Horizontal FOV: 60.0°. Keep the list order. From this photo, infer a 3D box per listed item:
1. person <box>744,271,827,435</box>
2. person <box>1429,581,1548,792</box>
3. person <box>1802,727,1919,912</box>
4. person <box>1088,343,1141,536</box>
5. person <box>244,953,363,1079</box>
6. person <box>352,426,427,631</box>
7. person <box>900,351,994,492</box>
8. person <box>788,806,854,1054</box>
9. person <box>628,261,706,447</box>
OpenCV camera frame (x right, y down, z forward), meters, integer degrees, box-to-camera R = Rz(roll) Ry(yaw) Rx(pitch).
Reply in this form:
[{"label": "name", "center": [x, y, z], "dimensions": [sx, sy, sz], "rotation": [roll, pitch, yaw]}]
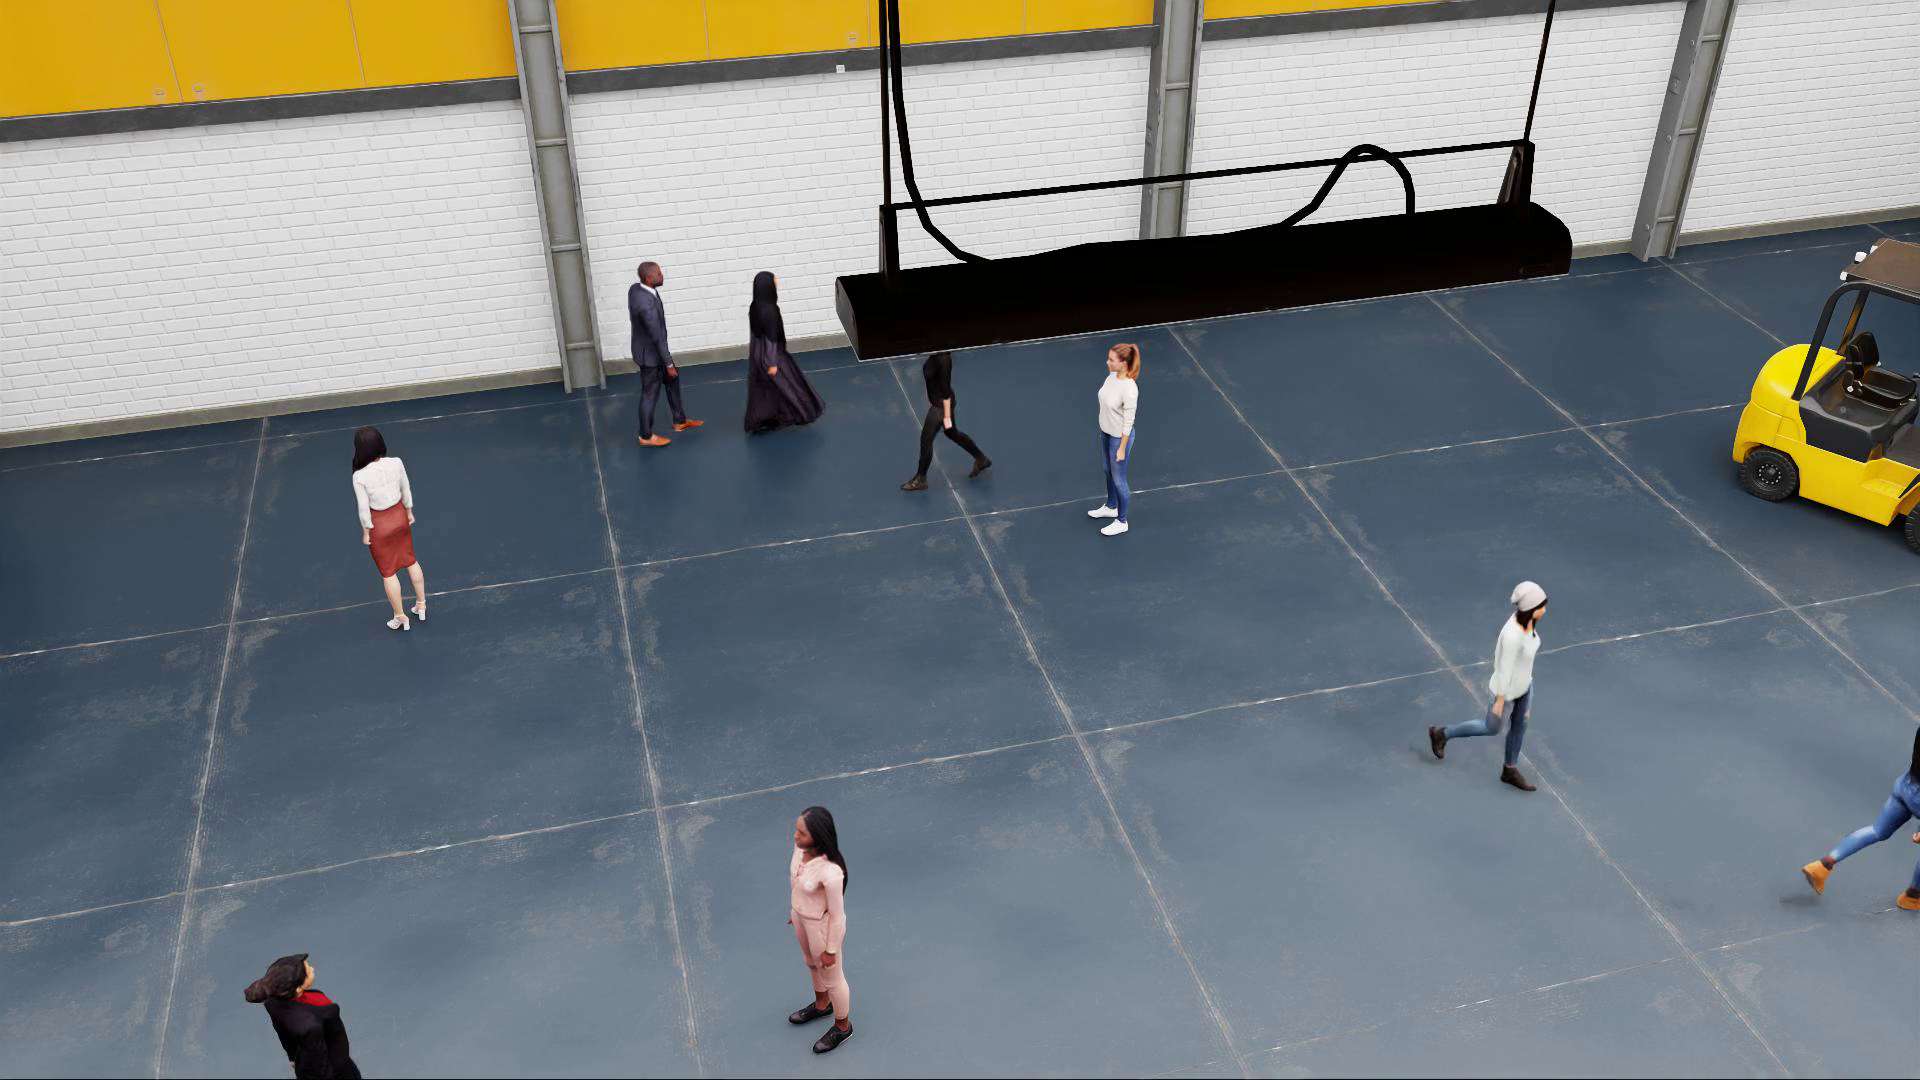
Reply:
[{"label": "person", "center": [-1.816, -1.687, 15.169], "dimensions": [1.086, 1.607, 0.777], "rotation": [-16, 37, -22]}, {"label": "person", "center": [3.614, 0.955, 11.176], "dimensions": [1.037, 1.627, 1.006], "rotation": [20, 38, 27]}, {"label": "person", "center": [5.747, 1.617, 10.130], "dimensions": [1.174, 1.682, 0.763], "rotation": [-2, 34, -2]}, {"label": "person", "center": [1.309, -0.854, 13.814], "dimensions": [0.518, 1.720, 0.608], "rotation": [-10, 35, -14]}, {"label": "person", "center": [-3.314, 2.756, 8.472], "dimensions": [0.894, 1.620, 1.026], "rotation": [25, 41, 32]}, {"label": "person", "center": [-4.343, -0.087, 12.632], "dimensions": [0.737, 1.751, 0.645], "rotation": [24, 40, 31]}, {"label": "person", "center": [-0.076, -1.162, 14.376], "dimensions": [1.084, 1.610, 0.667], "rotation": [-4, 34, -7]}, {"label": "person", "center": [-0.783, 2.149, 9.294], "dimensions": [0.648, 1.722, 0.680], "rotation": [-20, 39, -27]}, {"label": "person", "center": [-2.848, -1.646, 14.931], "dimensions": [0.855, 1.801, 0.731], "rotation": [-9, 35, -14]}]
